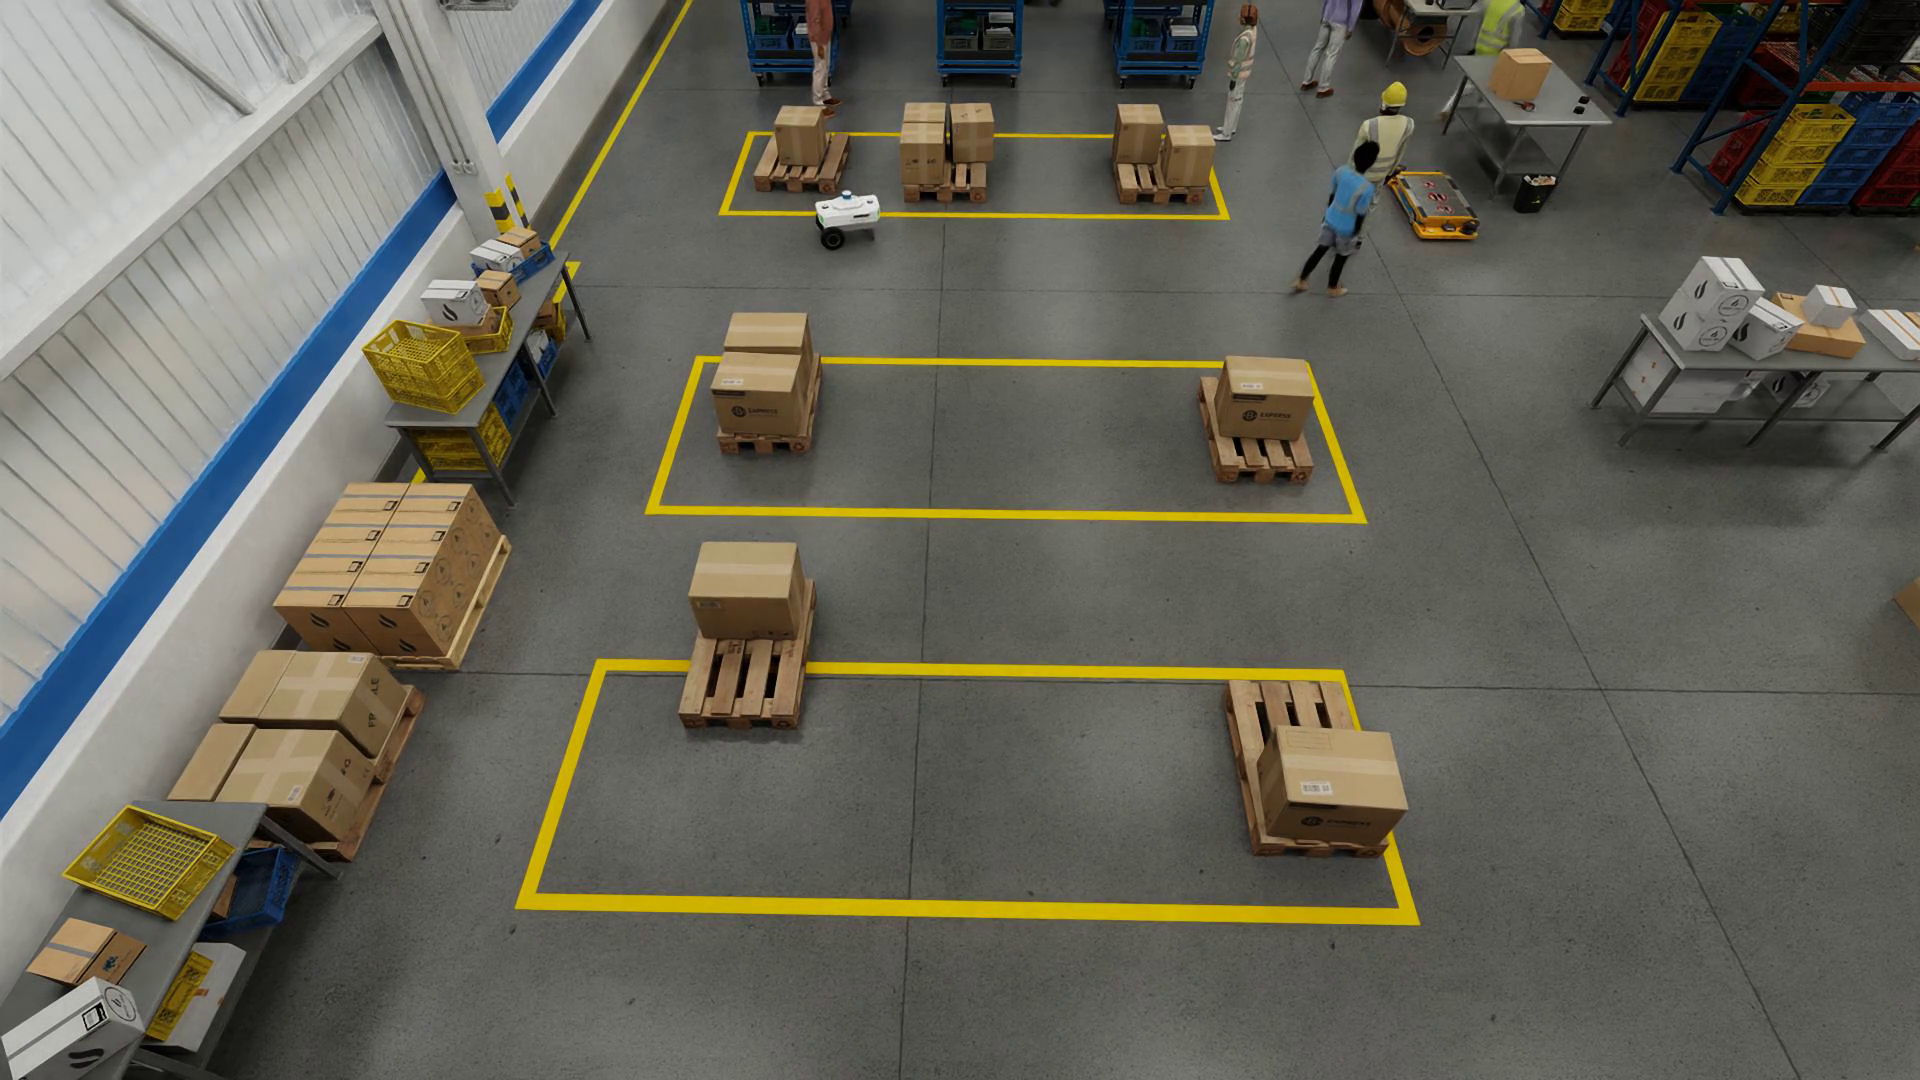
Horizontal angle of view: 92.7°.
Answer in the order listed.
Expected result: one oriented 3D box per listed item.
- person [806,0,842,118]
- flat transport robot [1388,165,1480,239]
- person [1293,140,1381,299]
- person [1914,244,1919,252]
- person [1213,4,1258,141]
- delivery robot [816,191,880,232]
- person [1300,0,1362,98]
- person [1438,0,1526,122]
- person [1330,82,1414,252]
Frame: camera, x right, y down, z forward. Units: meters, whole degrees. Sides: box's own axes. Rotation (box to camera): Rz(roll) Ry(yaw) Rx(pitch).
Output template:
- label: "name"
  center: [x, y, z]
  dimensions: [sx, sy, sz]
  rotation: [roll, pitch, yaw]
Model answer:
- label: "person"
  center: [-1.805, -6.707, 12.204]
  dimensions: [0.433, 1.981, 0.631]
  rotation: [6, 49, 5]
- label: "flat transport robot"
  center: [5.692, -4.094, 11.059]
  dimensions: [0.652, 0.197, 1.431]
  rotation: [1, 49, 1]
- label: "person"
  center: [3.918, -3.254, 9.409]
  dimensions: [0.439, 1.705, 0.552]
  rotation: [-18, 52, -15]
- label: "person"
  center: [11.199, -3.896, 9.828]
  dimensions: [0.338, 1.882, 0.583]
  rotation: [-9, 50, -8]
- label: "person"
  center: [3.590, -6.007, 11.821]
  dimensions: [0.313, 1.634, 0.514]
  rotation: [18, 52, 15]
- label: "delivery robot"
  center: [-1.276, -3.762, 10.525]
  dimensions: [0.707, 0.478, 0.477]
  rotation: [-10, 50, -9]
- label: "person"
  center: [5.194, -7.153, 12.623]
  dimensions: [0.374, 1.930, 0.624]
  rotation: [-23, 53, -19]
- label: "person"
  center: [7.006, -6.479, 12.121]
  dimensions: [0.892, 1.807, 0.640]
  rotation: [-12, 50, -10]
- label: "person"
  center: [4.455, -4.030, 9.975]
  dimensions: [0.591, 1.837, 0.403]
  rotation: [-7, 49, -6]
